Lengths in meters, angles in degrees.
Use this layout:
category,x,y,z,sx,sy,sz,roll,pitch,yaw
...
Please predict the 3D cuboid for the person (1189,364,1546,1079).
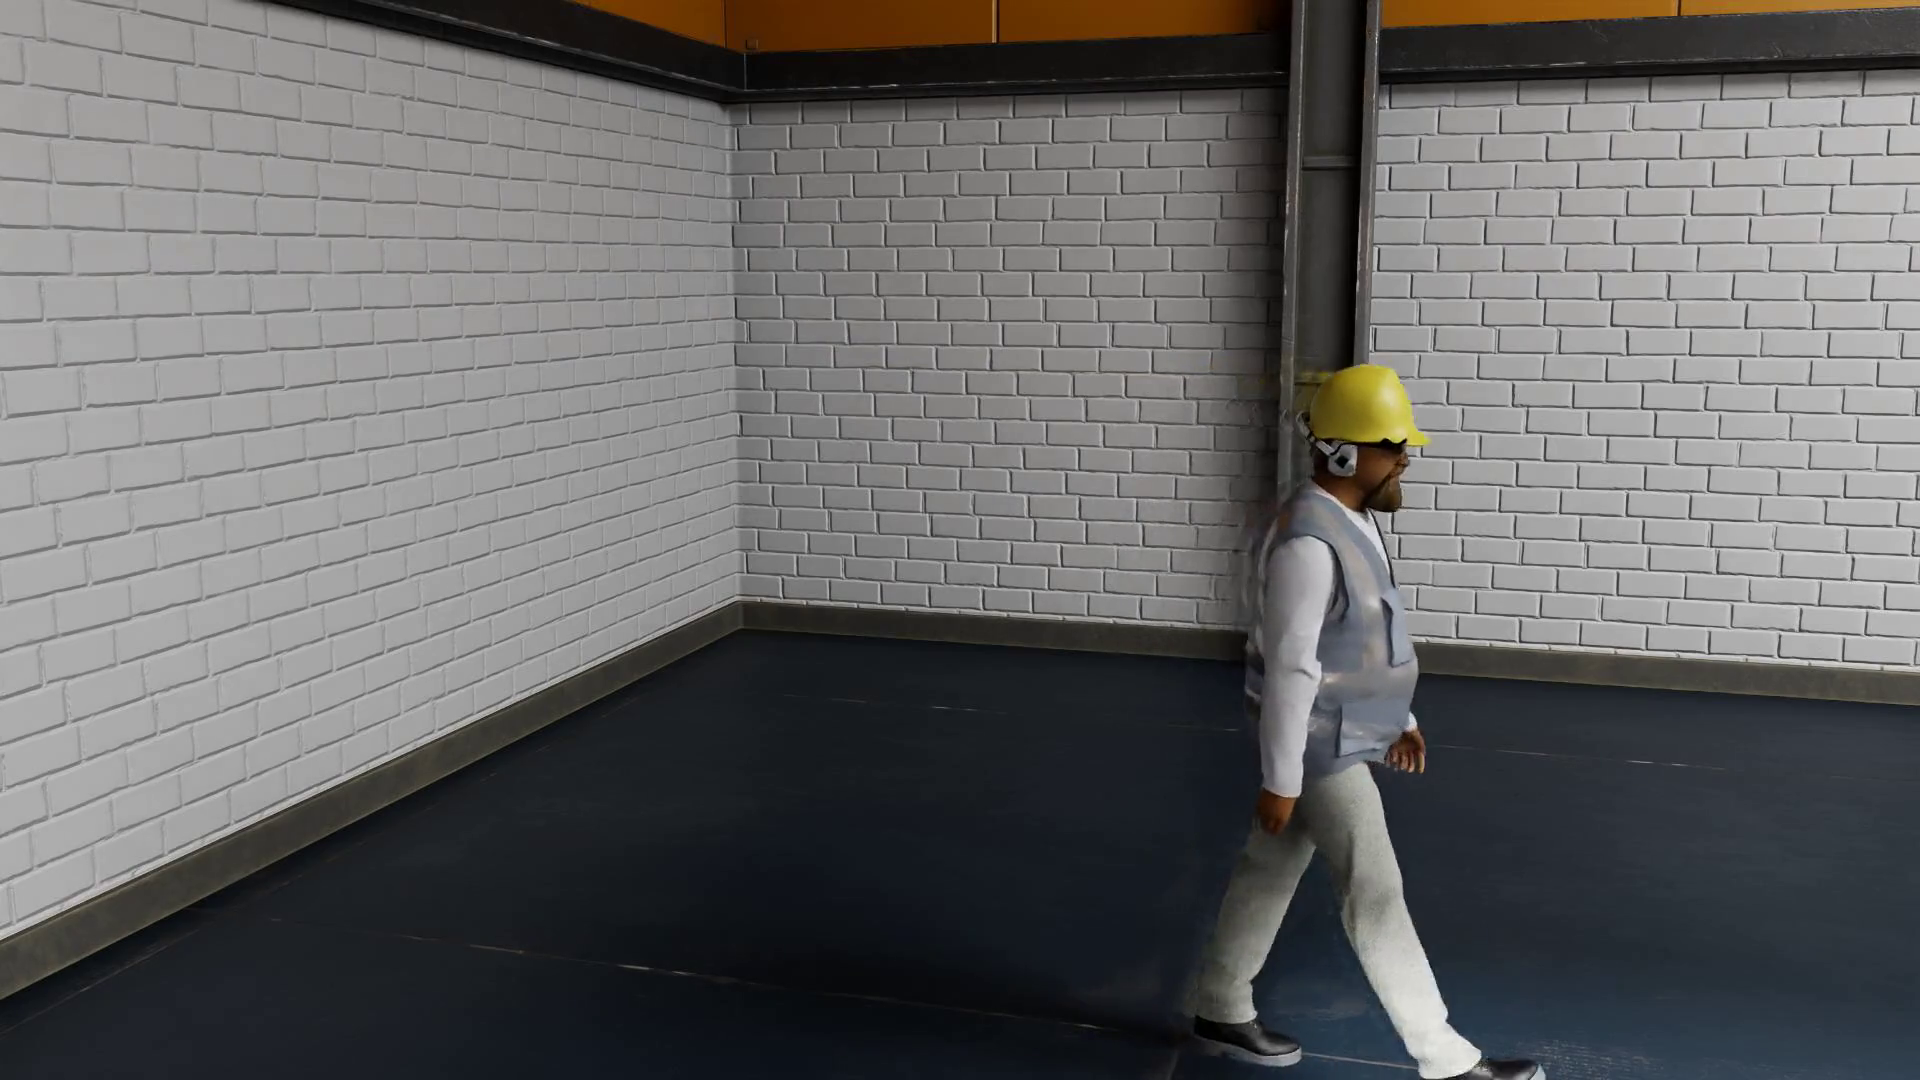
category,x,y,z,sx,sy,sz,roll,pitch,yaw
person,0.983,0.475,4.022,0.907,1.782,0.611,3,10,19
